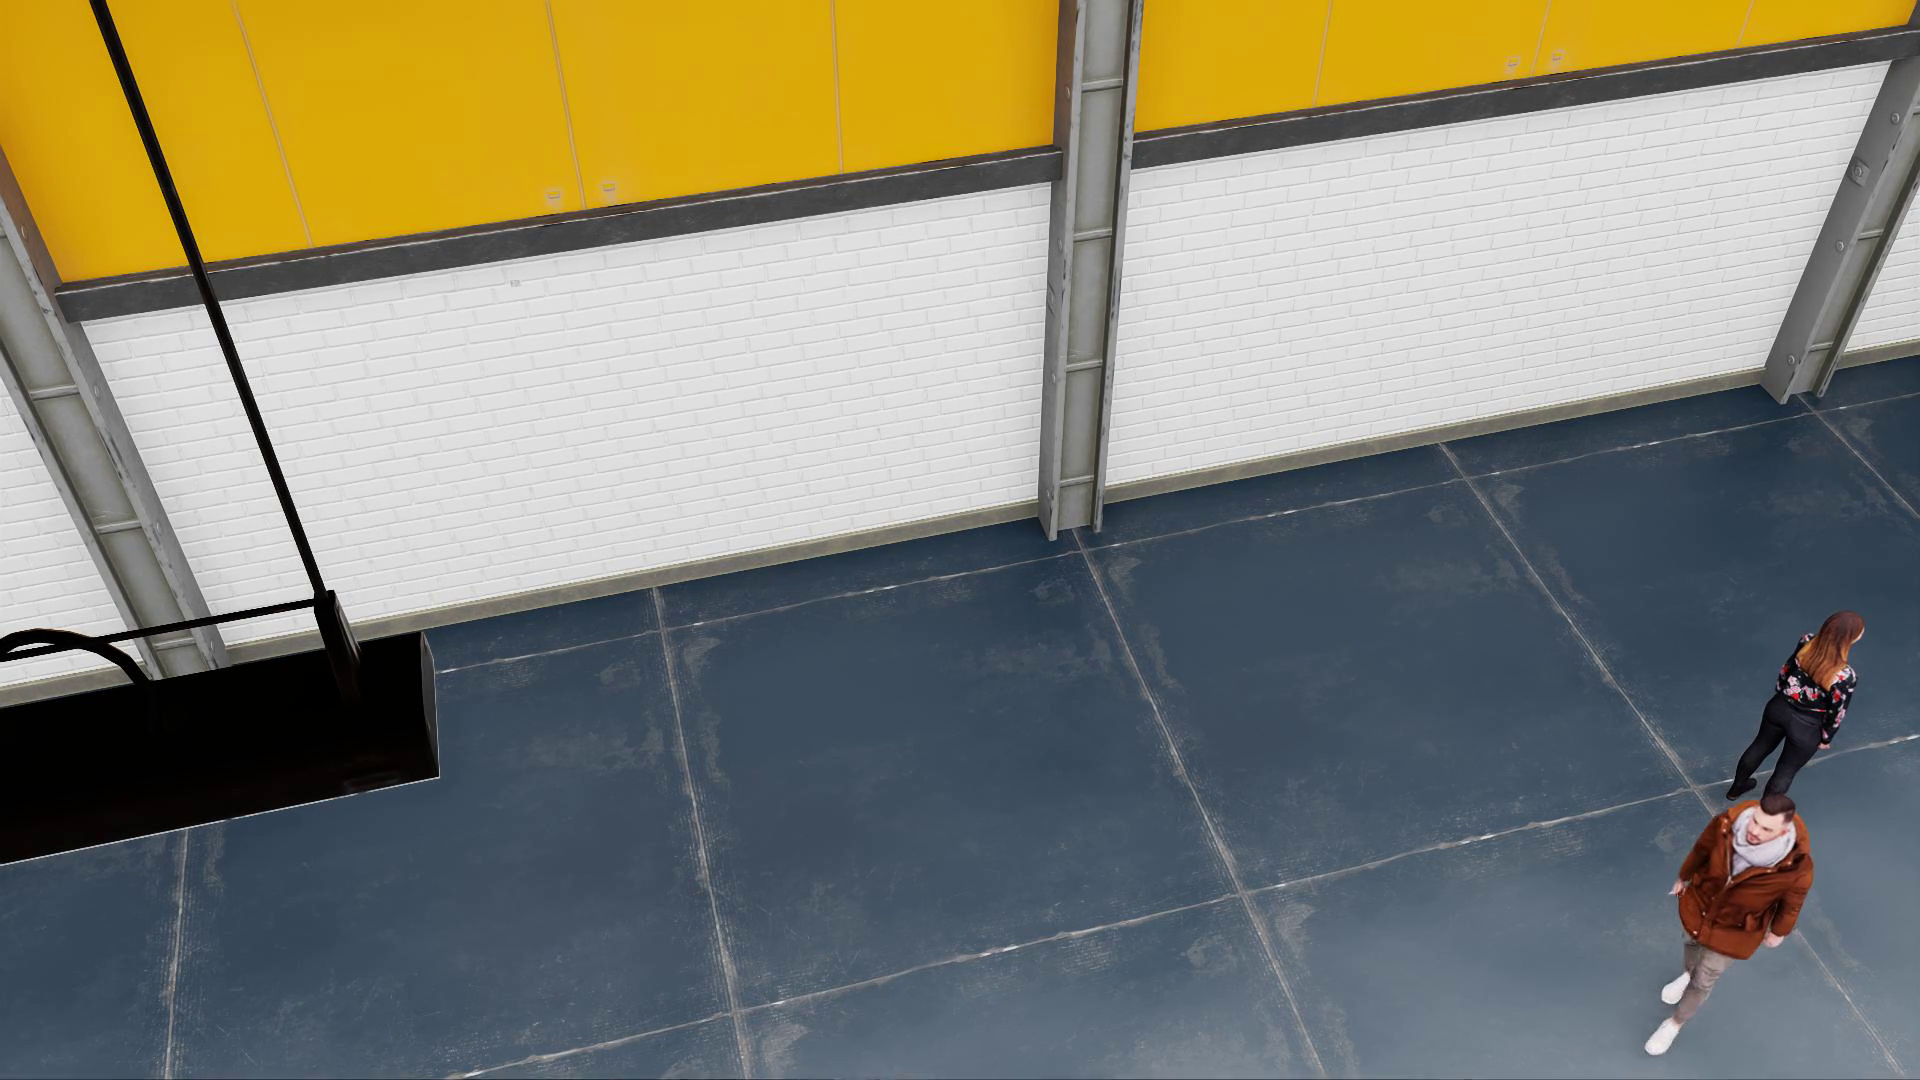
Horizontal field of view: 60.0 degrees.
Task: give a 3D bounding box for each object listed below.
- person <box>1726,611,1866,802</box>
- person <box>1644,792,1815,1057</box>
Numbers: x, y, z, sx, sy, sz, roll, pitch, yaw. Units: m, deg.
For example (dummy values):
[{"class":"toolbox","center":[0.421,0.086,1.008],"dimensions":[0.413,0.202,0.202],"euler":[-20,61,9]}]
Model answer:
[{"class":"person","center":[4.858,1.016,9.632],"dimensions":[0.542,1.684,0.603],"euler":[-16,46,-16]},{"class":"person","center":[4.021,1.886,8.623],"dimensions":[0.973,1.815,0.872],"euler":[-24,49,-23]}]
